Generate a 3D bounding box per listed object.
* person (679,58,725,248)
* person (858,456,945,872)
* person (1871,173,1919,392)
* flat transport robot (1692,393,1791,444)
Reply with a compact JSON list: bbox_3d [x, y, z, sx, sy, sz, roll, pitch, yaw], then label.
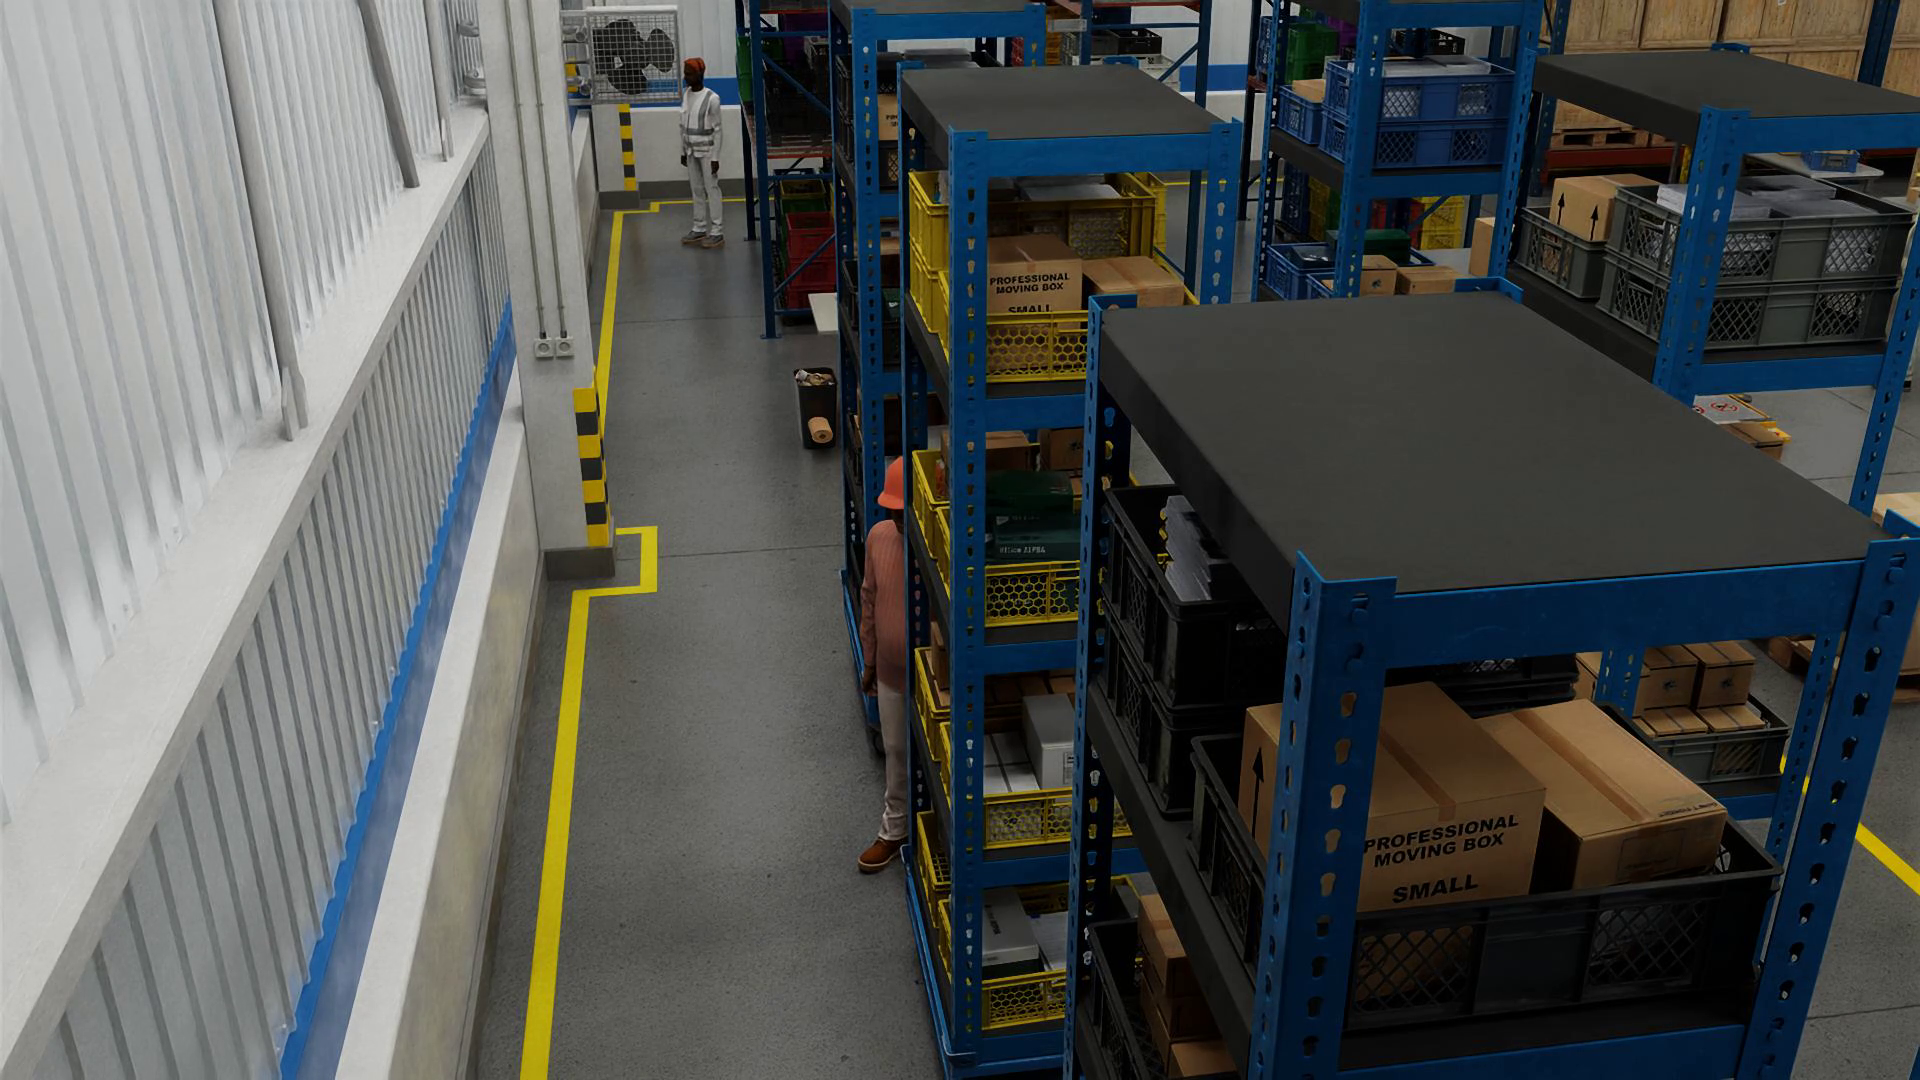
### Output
[{"bbox_3d":[-2.638,-3.929,16.892,0.575,1.883,0.355,20,31,36],"label":"person"},{"bbox_3d":[-0.174,0.563,6.995,0.608,1.995,0.377,16,29,30],"label":"person"},{"bbox_3d":[7.423,-2.062,12.891,0.403,1.833,0.586,10,26,20],"label":"person"},{"bbox_3d":[5.224,-0.859,12.132,1.431,0.197,0.652,-4,25,-8],"label":"flat transport robot"}]
